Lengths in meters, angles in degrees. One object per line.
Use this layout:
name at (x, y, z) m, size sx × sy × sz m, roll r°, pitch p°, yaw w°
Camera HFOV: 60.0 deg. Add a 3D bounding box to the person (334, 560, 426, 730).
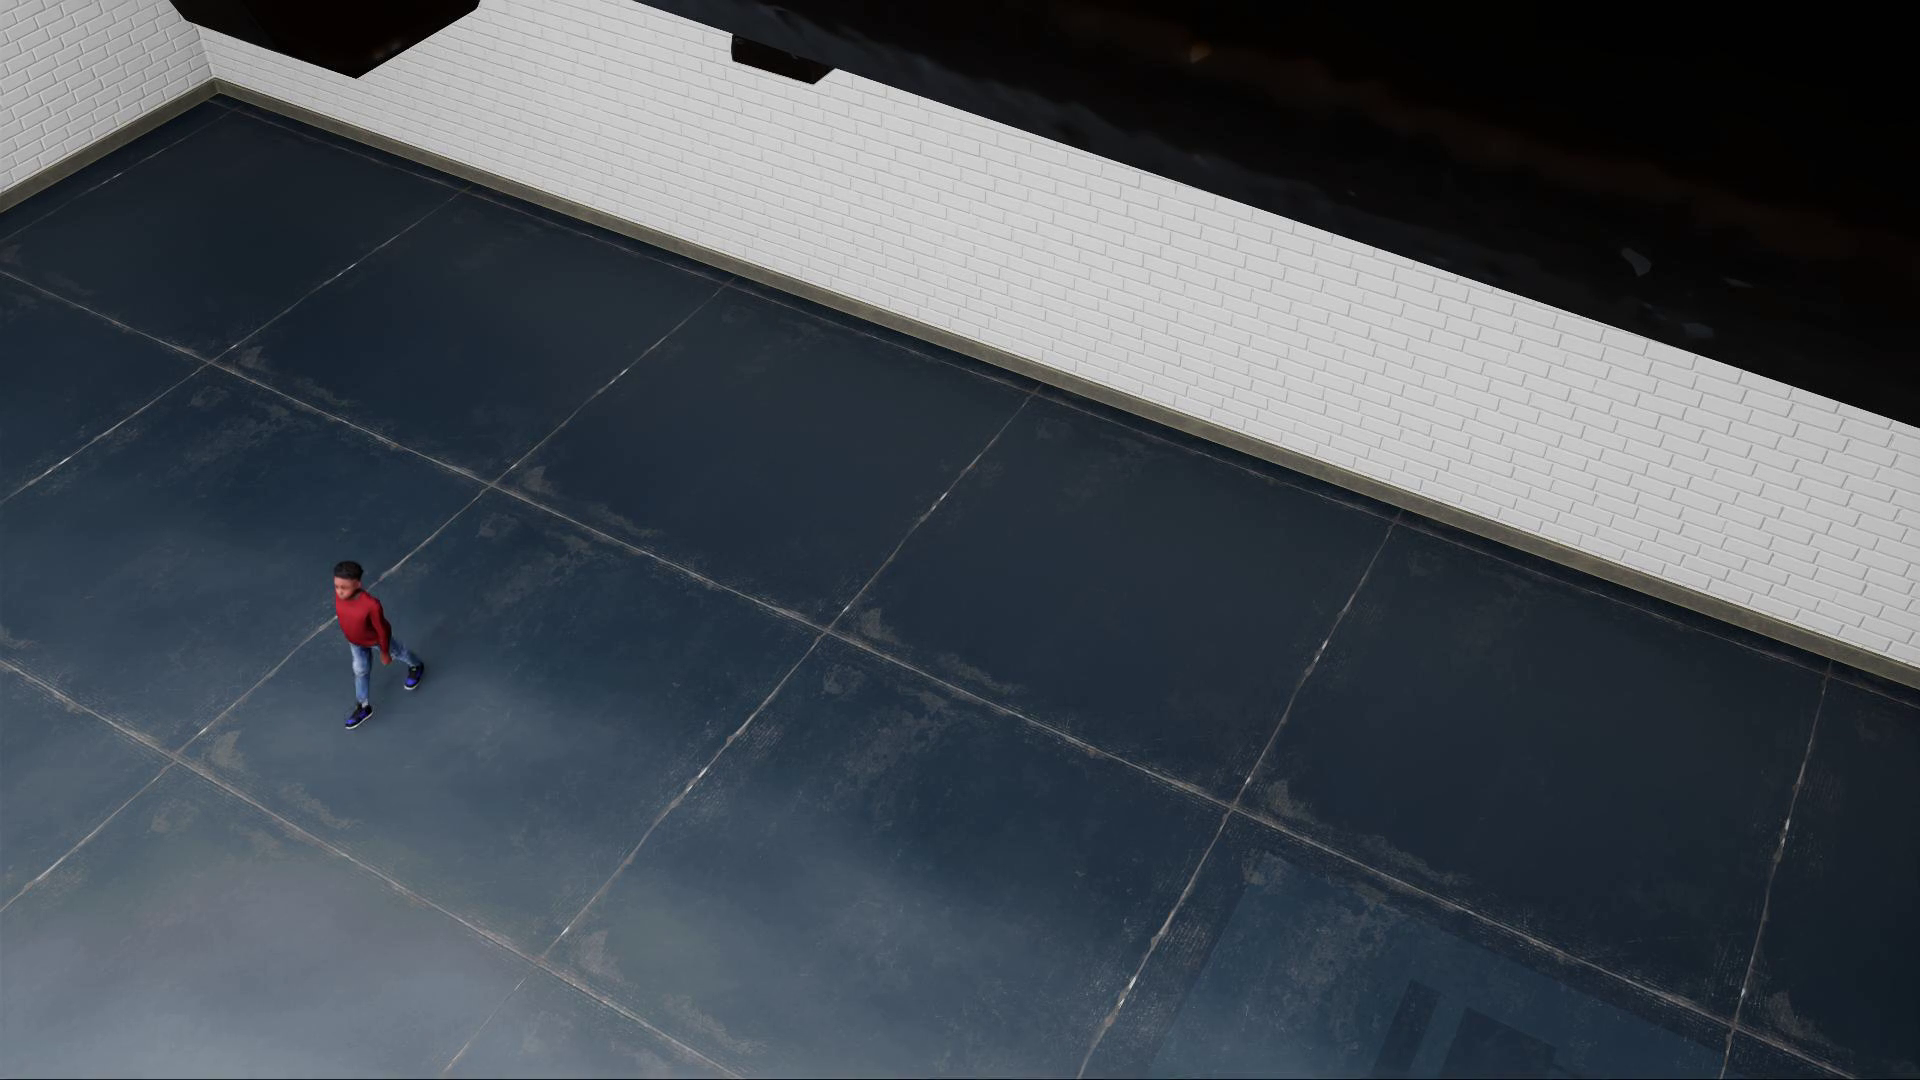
person at (-3.695, 0.561, 10.549) m, size 0.597 × 1.218 × 0.918 m, roll 14°, pitch 45°, yaw 14°
